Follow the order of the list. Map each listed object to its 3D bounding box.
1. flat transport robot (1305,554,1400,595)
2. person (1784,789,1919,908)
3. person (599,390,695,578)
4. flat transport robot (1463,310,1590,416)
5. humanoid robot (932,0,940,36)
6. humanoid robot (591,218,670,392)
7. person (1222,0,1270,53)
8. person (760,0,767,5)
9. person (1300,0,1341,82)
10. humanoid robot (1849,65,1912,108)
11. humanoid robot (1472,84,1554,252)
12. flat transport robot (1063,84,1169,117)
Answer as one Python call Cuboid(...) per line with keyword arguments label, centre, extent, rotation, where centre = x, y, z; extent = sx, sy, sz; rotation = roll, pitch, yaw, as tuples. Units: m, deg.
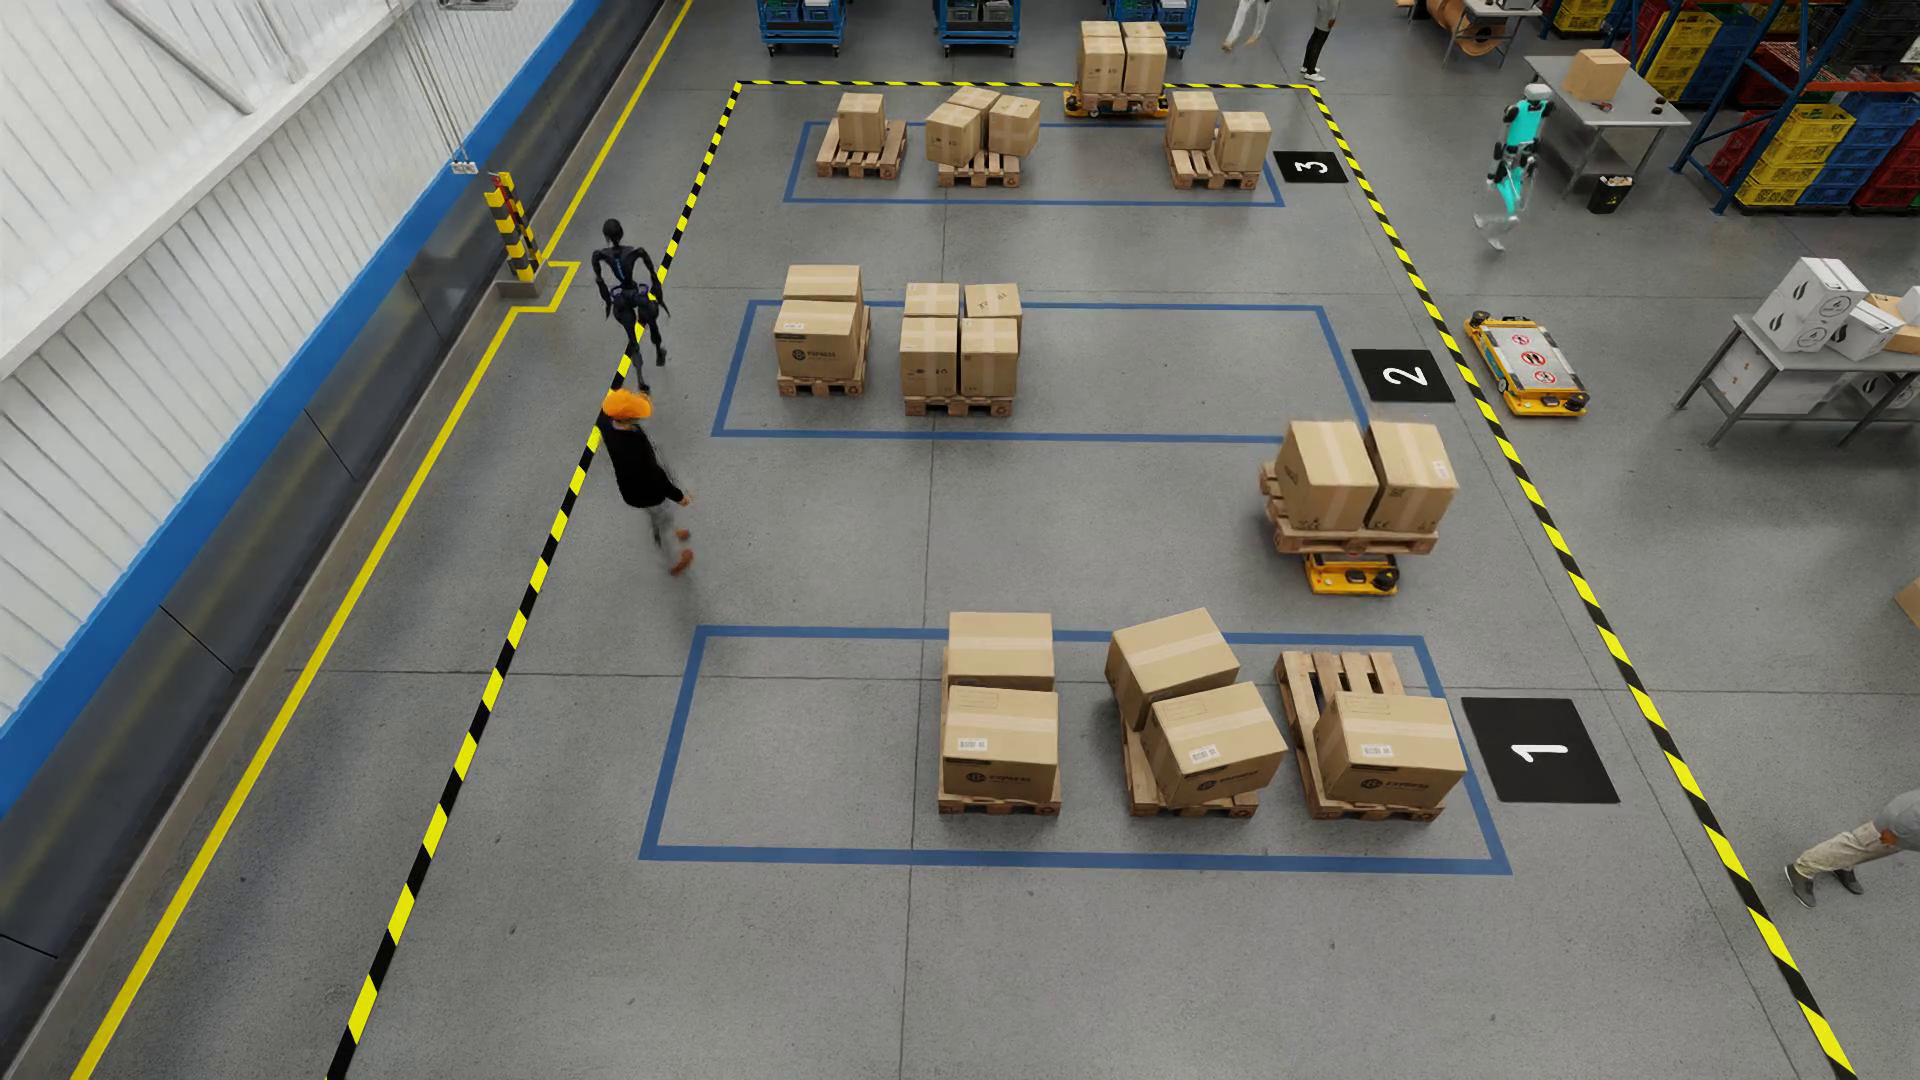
Cuboid(label="flat transport robot", centre=(3.136, -0.161, 7.654), extent=(0.652, 0.197, 1.431), rotation=(1, 49, 1))
Cuboid(label="person", centre=(5.463, 1.581, 5.171), extent=(0.573, 1.767, 0.402), rotation=(-9, 50, -8))
Cuboid(label="person", centre=(-2.320, -0.405, 6.840), extent=(0.411, 1.847, 0.600), rotation=(-31, 56, -24))
Cuboid(label="flat transport robot", centre=(5.573, -1.757, 9.054), extent=(0.659, 0.231, 1.431), rotation=(1, 49, 1))
Cuboid(label="humanoid robot", centre=(-0.363, -8.766, 14.189), extent=(0.461, 1.645, 0.612), rotation=(-24, 53, -19))
Cuboid(label="humanoid robot", centre=(-3.039, -2.172, 8.516), extent=(0.593, 1.646, 0.742), rotation=(-7, 49, -6))
Cuboid(label="person", centre=(4.418, -8.262, 13.690), extent=(0.680, 1.767, 0.993), rotation=(30, 56, 24))
Cuboid(label="person", centre=(-3.230, -9.827, 14.945), extent=(0.370, 1.932, 0.620), rotation=(3, 49, 3))
Cuboid(label="person", centre=(5.256, -7.539, 13.012), extent=(0.372, 1.852, 0.590), rotation=(3, 49, 2))
Cuboid(label="humanoid robot", centre=(11.598, -5.735, 11.571), extent=(0.449, 1.646, 0.595), rotation=(4, 49, 3))
Cuboid(label="humanoid robot", centre=(6.071, -3.953, 9.964), extent=(0.546, 1.717, 0.963), rotation=(-10, 50, -9))
Cuboid(label="flat transport robot", centre=(2.188, -6.201, 12.882), extent=(1.431, 0.197, 0.652), rotation=(1, 49, 1))
